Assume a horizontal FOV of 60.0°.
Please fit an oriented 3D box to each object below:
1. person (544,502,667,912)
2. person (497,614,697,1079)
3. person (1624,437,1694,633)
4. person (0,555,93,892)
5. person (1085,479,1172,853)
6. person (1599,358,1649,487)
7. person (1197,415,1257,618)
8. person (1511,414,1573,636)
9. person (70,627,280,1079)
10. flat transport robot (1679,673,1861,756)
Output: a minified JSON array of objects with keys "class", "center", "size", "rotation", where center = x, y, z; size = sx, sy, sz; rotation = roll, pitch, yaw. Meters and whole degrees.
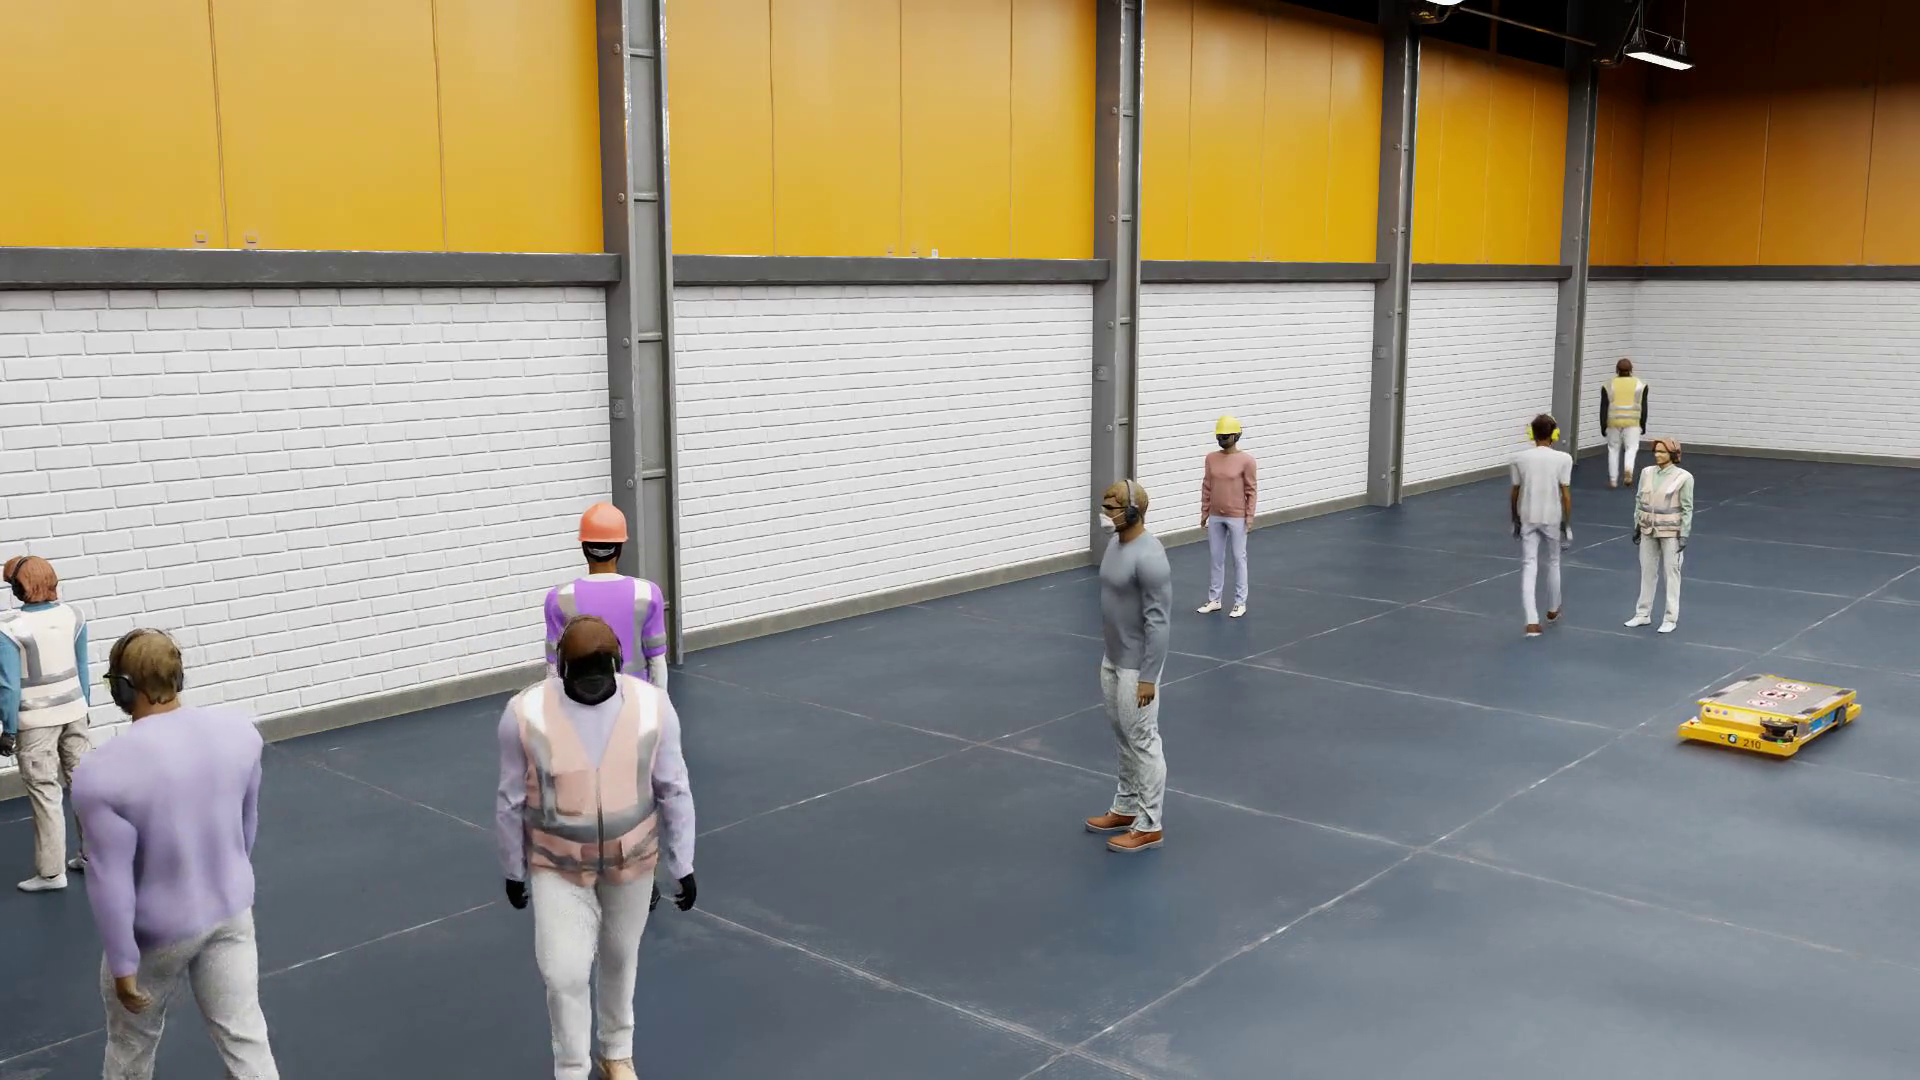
[{"class":"person","center":[-1.640,0.788,7.735],"size":[0.552,1.935,0.367],"rotation":[-3,9,-18]},{"class":"person","center":[-1.257,1.153,5.819],"size":[0.664,1.811,0.684],"rotation":[-3,10,-20]},{"class":"person","center":[5.863,-0.047,13.906],"size":[0.312,1.642,0.512],"rotation":[-6,11,-32]},{"class":"person","center":[-4.423,0.884,8.058],"size":[0.315,1.640,0.514],"rotation":[3,10,18]},{"class":"person","center":[0.887,0.643,8.637],"size":[0.353,1.937,0.635],"rotation":[-2,9,-15]},{"class":"person","center":[9.265,-1.627,23.253],"size":[0.636,1.823,0.597],"rotation":[4,10,22]},{"class":"person","center":[2.327,-0.207,14.518],"size":[0.534,1.767,0.314],"rotation":[8,12,40]},{"class":"person","center":[4.892,-0.141,13.942],"size":[0.530,1.814,0.979],"rotation":[5,10,27]},{"class":"person","center":[-2.546,1.207,5.323],"size":[1.031,1.868,0.637],"rotation":[7,11,36]},{"class":"flat transport robot","center":[5.319,1.119,10.873],"size":[0.652,0.197,1.431],"rotation":[9,13,44]}]
